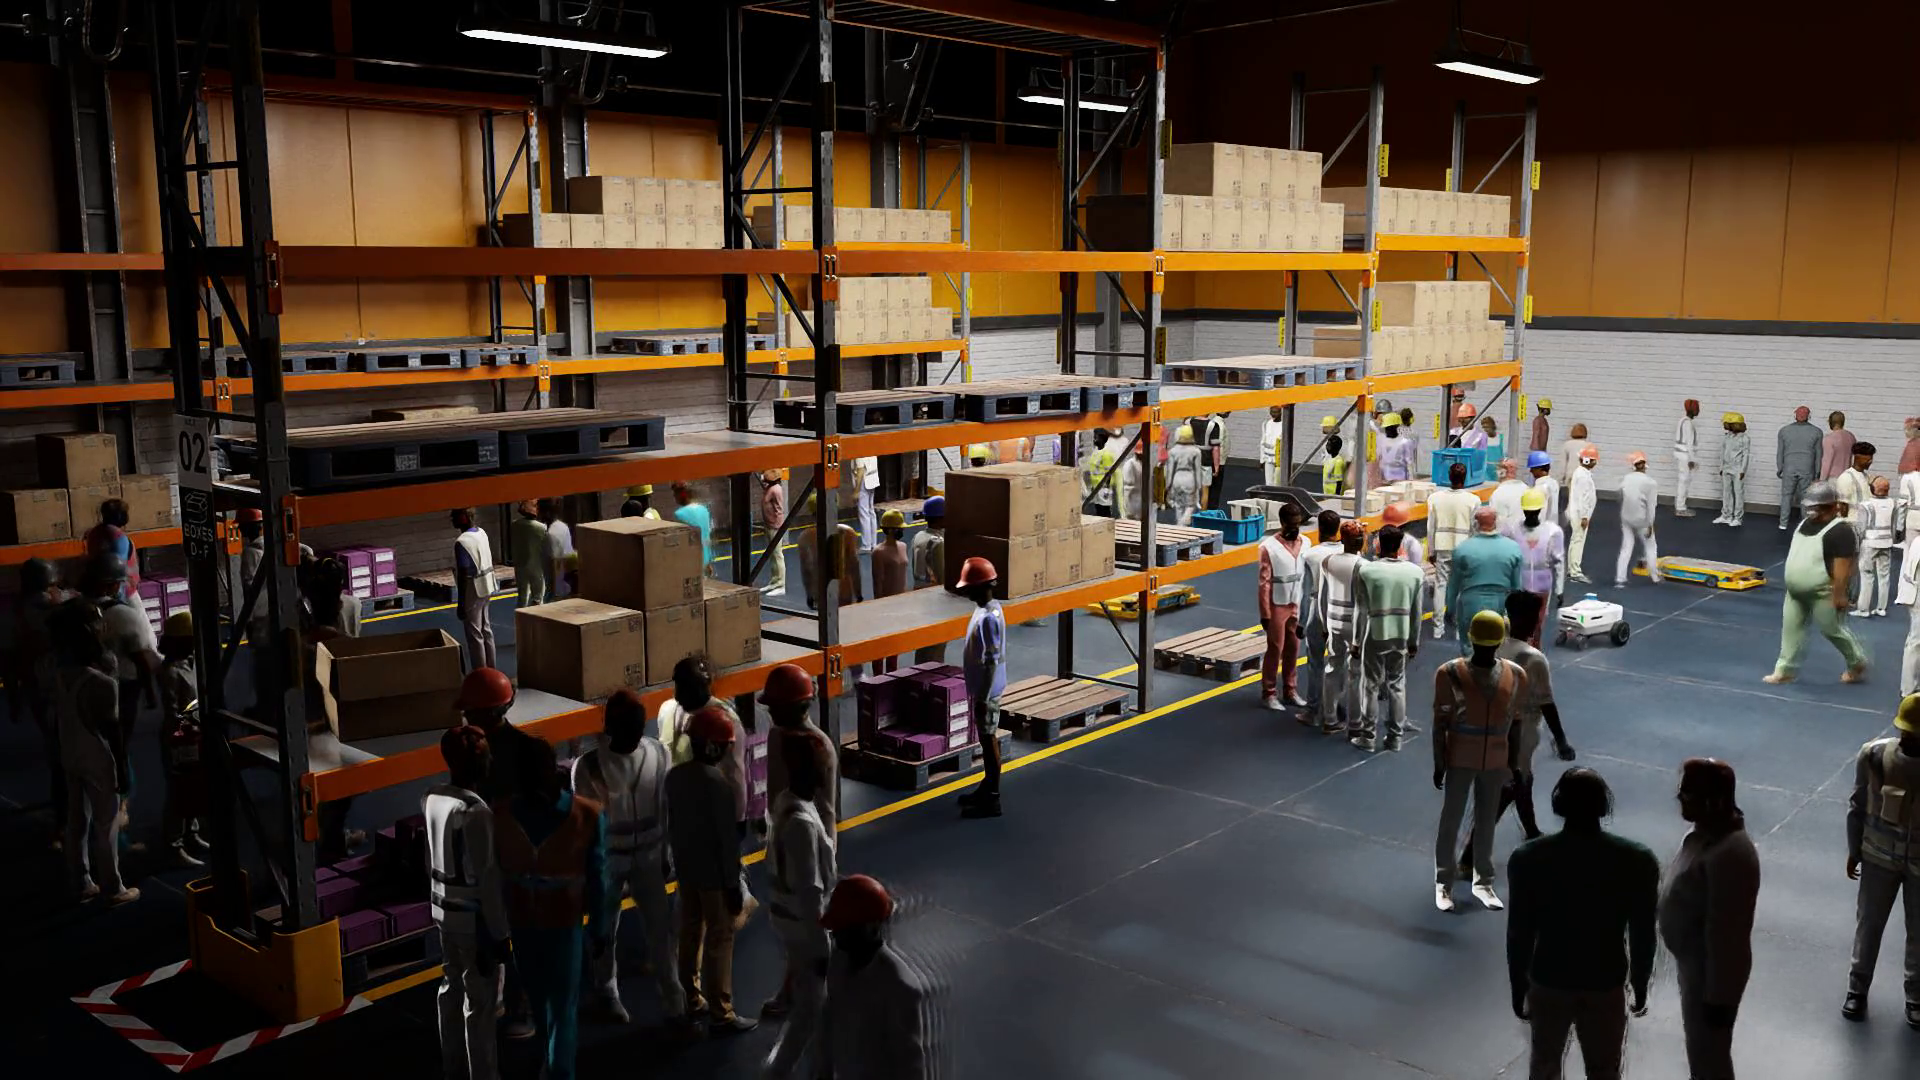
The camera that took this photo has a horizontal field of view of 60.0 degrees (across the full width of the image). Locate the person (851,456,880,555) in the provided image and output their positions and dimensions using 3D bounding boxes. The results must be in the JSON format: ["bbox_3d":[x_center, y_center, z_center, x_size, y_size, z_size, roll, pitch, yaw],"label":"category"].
[{"bbox_3d":[-1.317,-0.707,23.096,0.381,1.841,0.566,3,10,19],"label":"person"}]

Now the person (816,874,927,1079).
[{"bbox_3d":[-0.370,2.132,6.468,0.499,1.736,0.582,-5,11,-29],"label":"person"}]

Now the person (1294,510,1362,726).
[{"bbox_3d":[3.231,0.688,14.593,0.598,1.908,0.410,-4,10,-20],"label":"person"}]

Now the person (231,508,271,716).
[{"bbox_3d":[-6.301,0.615,14.948,0.386,1.930,0.545,0,10,2],"label":"person"}]

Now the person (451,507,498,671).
[{"bbox_3d":[-4.584,0.536,15.711,0.393,1.836,0.561,1,10,4],"label":"person"}]

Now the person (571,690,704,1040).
[{"bbox_3d":[-1.697,1.709,8.638,0.585,1.844,0.919,-6,11,-31],"label":"person"}]

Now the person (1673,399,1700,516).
[{"bbox_3d":[11.644,-1.324,26.662,0.350,1.883,0.578,3,10,17],"label":"person"}]

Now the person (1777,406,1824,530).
[{"bbox_3d":[12.669,-1.074,25.105,0.642,1.907,0.410,6,11,31],"label":"person"}]

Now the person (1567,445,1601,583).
[{"bbox_3d":[7.939,-0.339,21.170,0.332,1.750,0.563,2,10,14],"label":"person"}]

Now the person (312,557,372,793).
[{"bbox_3d":[-4.697,1.051,12.556,0.326,1.863,0.509,3,10,20],"label":"person"}]

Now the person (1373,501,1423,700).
[{"bbox_3d":[3.952,0.565,15.340,0.466,1.895,0.631,-6,11,-32],"label":"person"}]

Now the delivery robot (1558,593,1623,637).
[{"bbox_3d":[6.674,0.808,17.608,0.707,0.478,0.477,-6,11,-32],"label":"delivery robot"}]

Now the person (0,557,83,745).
[{"bbox_3d":[-6.588,1.034,12.114,0.701,2.000,0.987,-4,10,-24],"label":"person"}]

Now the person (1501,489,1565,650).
[{"bbox_3d":[5.573,0.419,16.246,0.592,1.888,0.956,3,10,15],"label":"person"}]

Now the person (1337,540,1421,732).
[{"bbox_3d":[3.629,0.805,14.411,0.727,1.724,0.565,6,11,31],"label":"person"}]

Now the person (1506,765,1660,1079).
[{"bbox_3d":[2.677,1.932,7.171,0.640,1.914,0.839,2,10,12],"label":"person"}]

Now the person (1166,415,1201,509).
[{"bbox_3d":[3.787,-1.338,27.474,0.610,1.638,0.501,-3,10,-19],"label":"person"}]

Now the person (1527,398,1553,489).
[{"bbox_3d":[9.861,-1.525,28.241,0.341,1.761,0.525,7,12,36],"label":"person"}]

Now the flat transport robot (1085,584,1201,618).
[{"bbox_3d":[2.165,0.677,19.514,0.652,0.197,1.431,8,13,41],"label":"flat transport robot"}]

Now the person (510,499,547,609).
[{"bbox_3d":[-4.518,0.328,17.575,0.503,1.623,0.299,4,10,25],"label":"person"}]

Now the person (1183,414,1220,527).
[{"bbox_3d":[3.696,-1.191,25.448,0.612,2.029,0.407,5,11,29],"label":"person"}]

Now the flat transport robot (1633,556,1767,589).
[{"bbox_3d":[9.412,0.398,21.179,0.652,0.197,1.431,-8,12,-39],"label":"flat transport robot"}]

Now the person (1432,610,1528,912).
[{"bbox_3d":[3.249,1.375,10.424,0.589,1.923,0.383,0,10,-3],"label":"person"}]

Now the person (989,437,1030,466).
[{"bbox_3d":[0.708,-0.883,23.920,0.600,1.923,0.383,0,10,2],"label":"person"}]

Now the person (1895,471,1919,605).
[{"bbox_3d":[11.378,-0.166,19.614,0.594,1.924,0.384,5,11,27],"label":"person"}]

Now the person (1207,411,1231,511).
[{"bbox_3d":[4.021,-1.224,25.768,0.408,1.986,0.617,0,10,0],"label":"person"}]

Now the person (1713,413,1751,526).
[{"bbox_3d":[11.942,-1.091,25.688,0.294,1.744,0.487,-4,10,-21],"label":"person"}]

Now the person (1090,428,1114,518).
[{"bbox_3d":[2.031,-0.774,23.927,0.322,1.697,0.533,-3,10,-18],"label":"person"}]

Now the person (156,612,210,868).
[{"bbox_3d":[-5.217,1.338,11.219,0.338,1.735,0.488,-1,10,-5],"label":"person"}]

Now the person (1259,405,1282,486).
[{"bbox_3d":[4.980,-1.244,26.200,0.576,1.880,0.360,9,13,44],"label":"person"}]

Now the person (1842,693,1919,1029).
[{"bbox_3d":[5.036,1.688,8.850,0.587,1.826,0.404,5,11,28],"label":"person"}]

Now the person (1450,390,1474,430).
[{"bbox_3d":[8.356,-1.611,28.038,0.621,1.992,0.397,-2,10,-14],"label":"person"}]

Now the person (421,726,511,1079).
[{"bbox_3d":[-2.335,1.806,7.959,0.573,1.887,0.354,9,13,44],"label":"person"}]

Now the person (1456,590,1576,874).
[{"bbox_3d":[3.699,1.276,11.057,0.970,1.921,0.616,-3,10,-15],"label":"person"}]

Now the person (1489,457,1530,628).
[{"bbox_3d":[6.071,0.026,18.531,0.651,1.905,0.403,-8,13,-41],"label":"person"}]

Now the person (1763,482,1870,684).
[{"bbox_3d":[8.290,0.393,15.937,0.929,2.000,0.677,-2,10,-13],"label":"person"}]

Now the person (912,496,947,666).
[{"bbox_3d":[-0.232,0.562,15.204,0.389,1.949,0.603,-5,11,-27],"label":"person"}]

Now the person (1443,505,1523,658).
[{"bbox_3d":[4.713,0.619,15.047,0.655,1.881,0.448,0,10,-1],"label":"person"}]

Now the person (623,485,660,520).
[{"bbox_3d":[-3.165,0.326,16.726,0.409,1.918,0.581,-1,10,-6],"label":"person"}]

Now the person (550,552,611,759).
[{"bbox_3d":[-3.027,0.976,13.272,0.523,1.769,0.317,-6,11,-33],"label":"person"}]

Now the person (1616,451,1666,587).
[{"bbox_3d":[8.535,-0.258,20.800,0.718,1.709,0.575,-6,11,-32],"label":"person"}]

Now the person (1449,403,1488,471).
[{"bbox_3d":[7.253,-0.945,23.916,0.605,2.045,0.378,7,12,38],"label":"person"}]
